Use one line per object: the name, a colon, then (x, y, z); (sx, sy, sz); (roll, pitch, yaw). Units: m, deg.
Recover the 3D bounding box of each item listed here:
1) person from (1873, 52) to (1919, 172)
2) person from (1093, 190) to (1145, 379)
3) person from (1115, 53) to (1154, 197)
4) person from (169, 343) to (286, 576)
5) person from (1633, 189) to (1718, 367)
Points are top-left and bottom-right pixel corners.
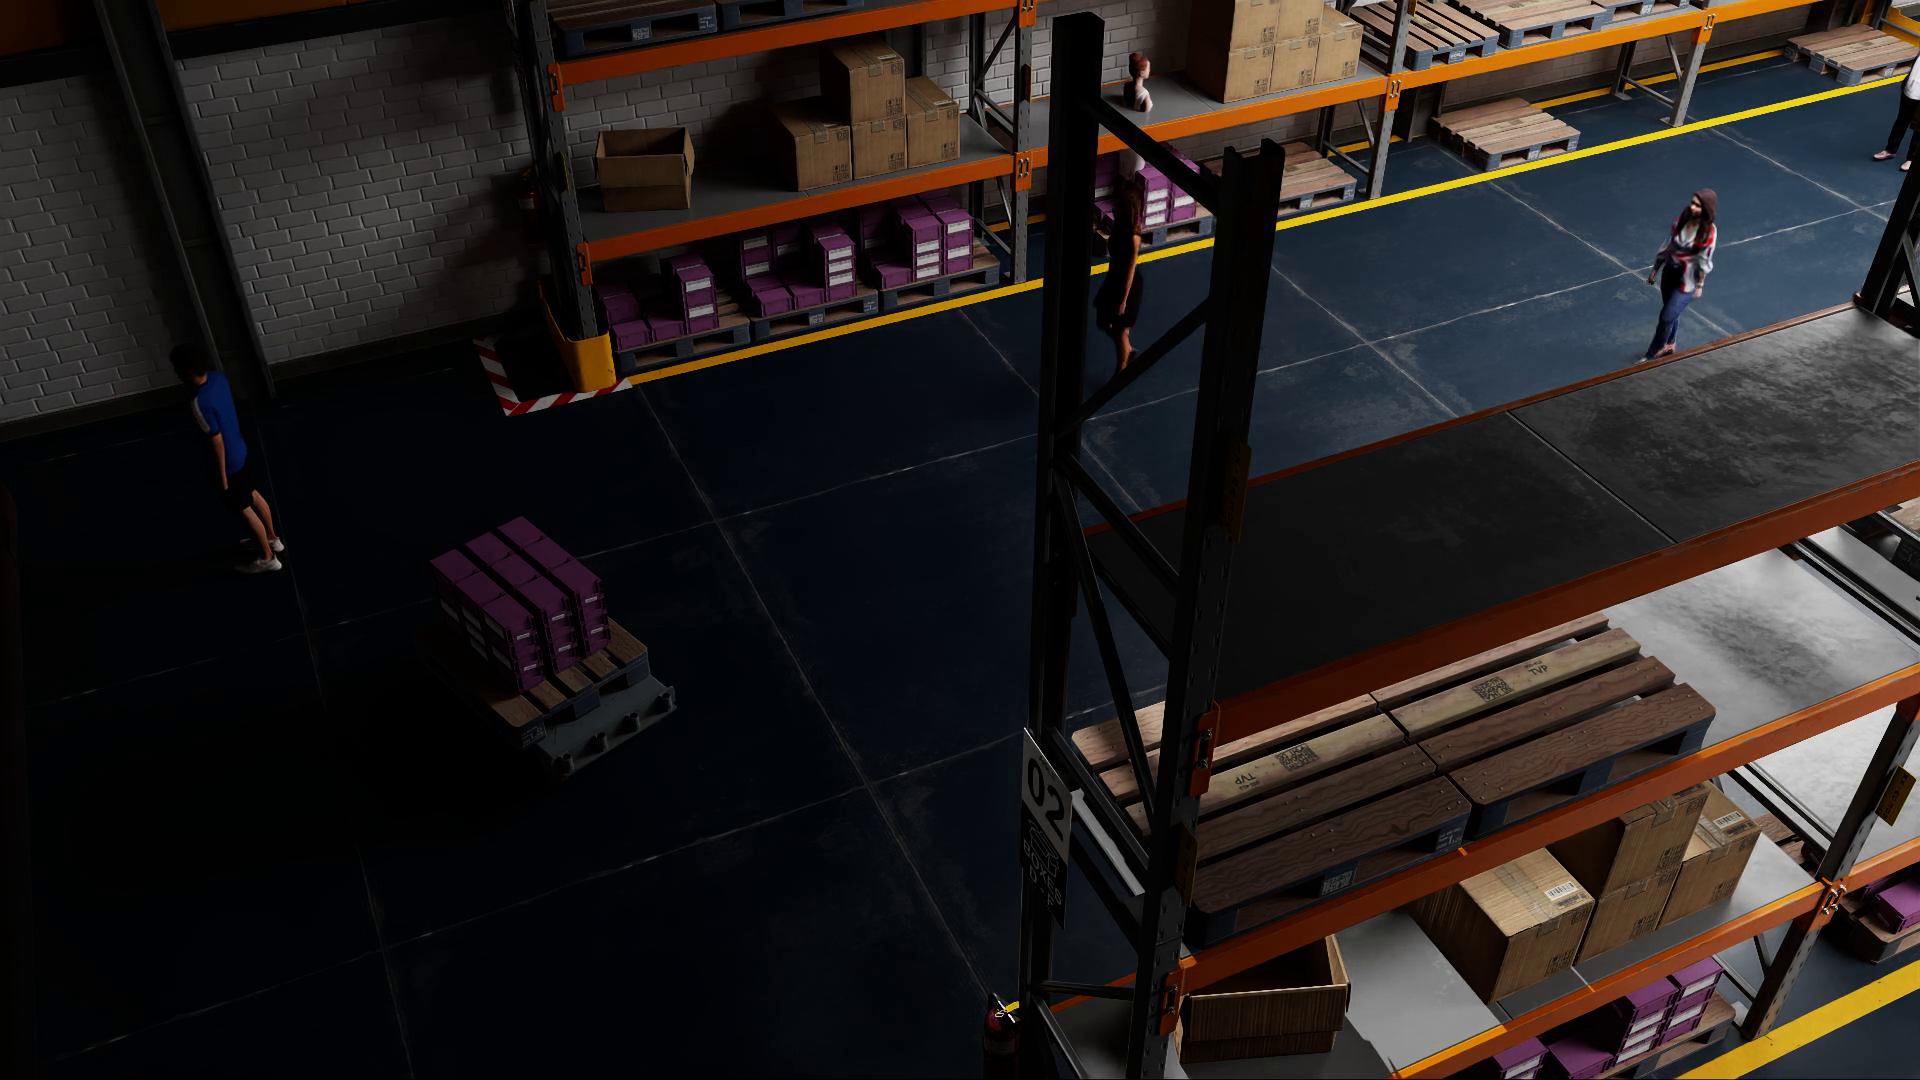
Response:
person: (9.809, -4.561, 16.879); (0.691, 1.597, 0.701); (-22, 44, -25)
person: (1.403, -1.999, 13.486); (0.650, 1.826, 0.586); (-16, 41, -19)
person: (1.614, -3.733, 15.684); (0.505, 1.793, 0.557); (-18, 42, -21)
person: (-5.143, -0.579, 11.676); (0.666, 1.866, 0.719); (-6, 39, -8)
person: (6.098, -2.206, 13.933); (0.844, 1.593, 0.625); (-19, 42, -22)
